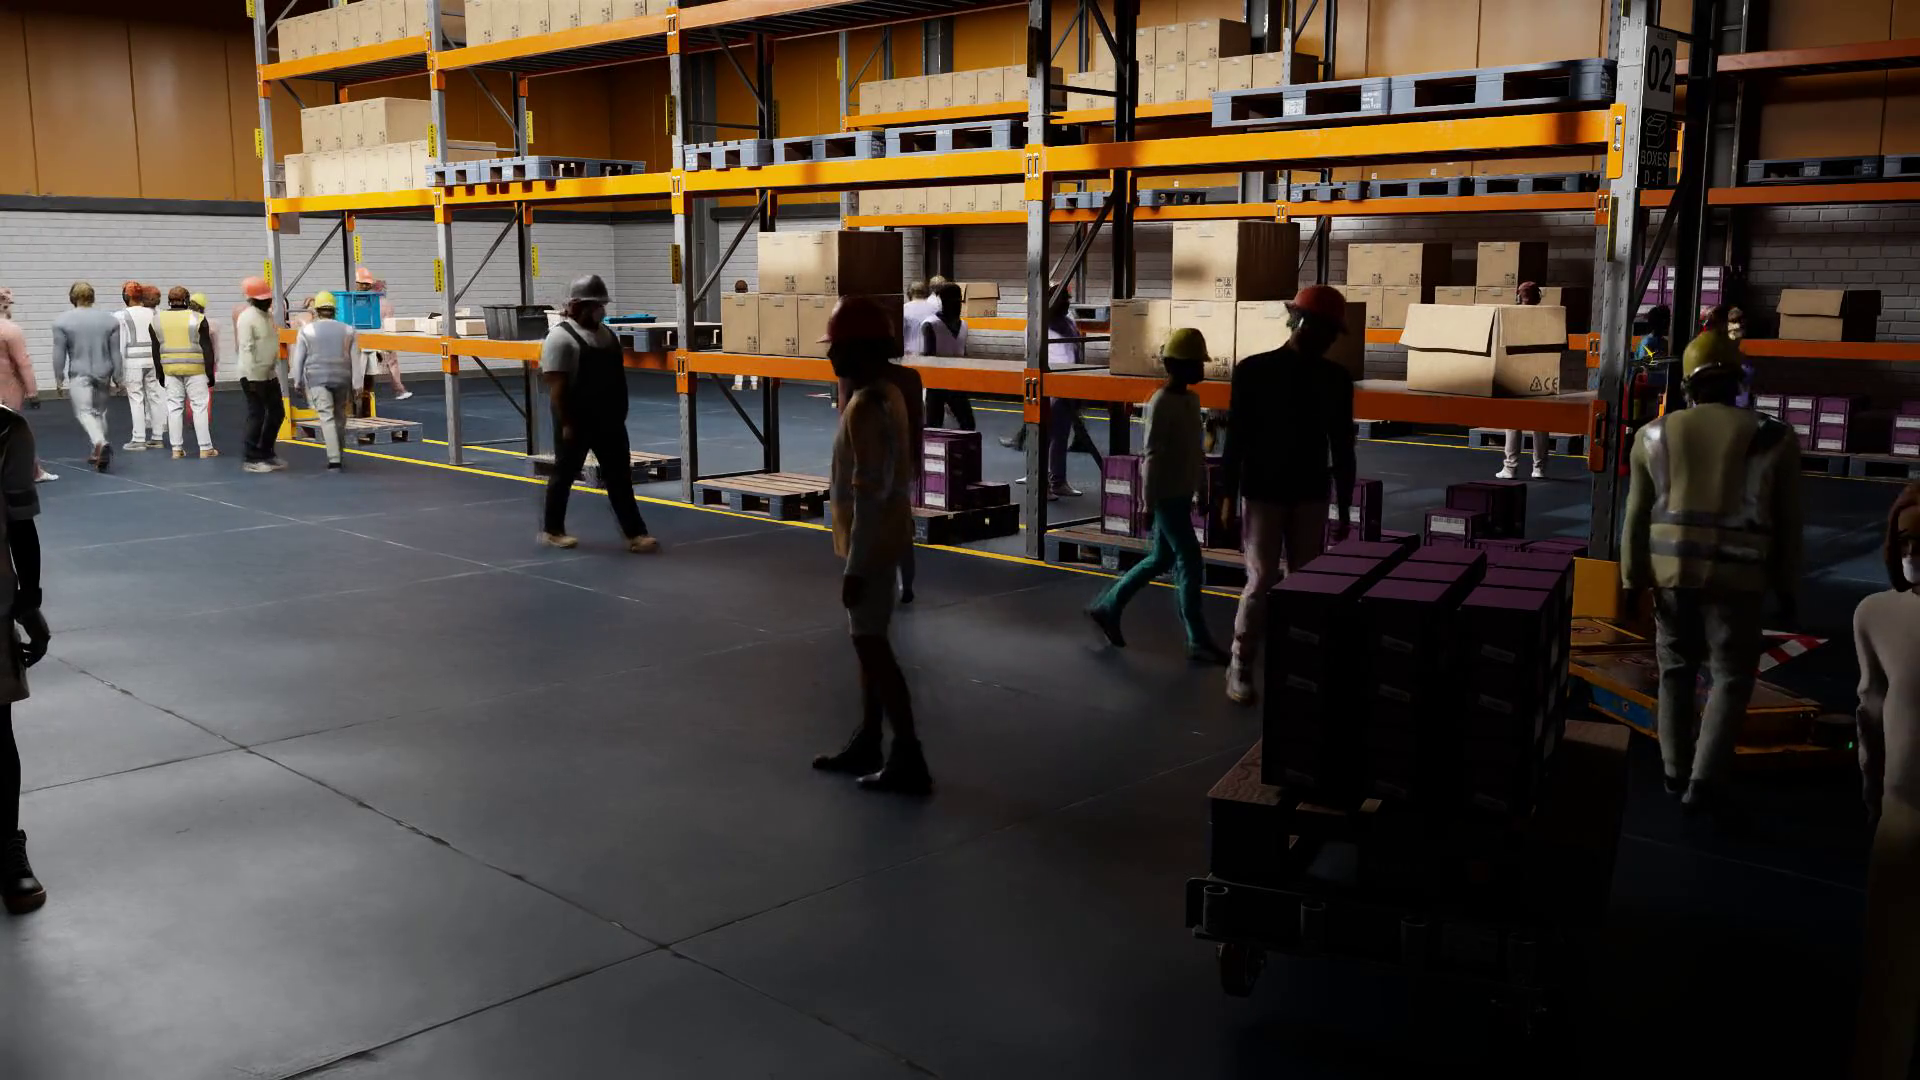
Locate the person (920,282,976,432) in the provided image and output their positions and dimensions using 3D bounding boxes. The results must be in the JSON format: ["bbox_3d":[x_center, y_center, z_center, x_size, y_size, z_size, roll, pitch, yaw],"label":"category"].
[{"bbox_3d":[-0.098,-1.395,15.219,0.632,1.898,0.613,9,13,44],"label":"person"}]

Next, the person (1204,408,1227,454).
[{"bbox_3d":[2.499,-1.493,15.808,0.543,1.903,0.963,-8,13,-42],"label":"person"}]

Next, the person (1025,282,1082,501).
[{"bbox_3d":[0.855,-1.311,14.660,0.408,1.908,0.645,8,12,39],"label":"person"}]

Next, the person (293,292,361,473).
[{"bbox_3d":[-6.376,-1.591,16.725,0.609,1.780,0.918,-7,11,-35],"label":"person"}]

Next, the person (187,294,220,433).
[{"bbox_3d":[-9.429,-2.174,20.578,0.527,1.699,0.972,-4,10,-25],"label":"person"}]

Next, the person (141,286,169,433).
[{"bbox_3d":[-10.094,-2.266,20.814,0.618,1.829,0.901,-2,10,-13],"label":"person"}]

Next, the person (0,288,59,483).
[{"bbox_3d":[-8.826,-1.393,15.322,0.659,1.861,0.993,5,10,26],"label":"person"}]

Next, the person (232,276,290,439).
[{"bbox_3d":[-8.408,-2.212,20.113,0.646,1.944,1.001,-1,9,-7],"label":"person"}]

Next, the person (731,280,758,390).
[{"bbox_3d":[-3.631,-3.420,27.804,0.624,1.841,0.430,-5,10,-28],"label":"person"}]

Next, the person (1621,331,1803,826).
[{"bbox_3d":[2.758,0.132,6.173,0.611,1.800,0.680,6,11,35],"label":"person"}]

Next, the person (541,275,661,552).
[{"bbox_3d":[-2.641,-0.920,11.855,1.012,2.000,0.697,6,11,34],"label":"person"}]

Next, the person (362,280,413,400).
[{"bbox_3d":[-8.844,-3.032,25.374,0.651,1.858,0.989,3,10,19],"label":"person"}]

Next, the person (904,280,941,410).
[{"bbox_3d":[-0.492,-2.374,21.262,0.641,1.897,0.976,-5,11,-30],"label":"person"}]

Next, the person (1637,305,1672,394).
[{"bbox_3d":[6.787,-1.485,16.433,0.540,1.671,0.740,-9,13,-43],"label":"person"}]

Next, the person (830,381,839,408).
[{"bbox_3d":[-1.708,-2.825,24.128,0.519,1.844,0.330,1,9,7],"label":"person"}]

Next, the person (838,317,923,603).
[{"bbox_3d":[-0.479,-0.486,10.026,0.525,1.772,0.306,-3,10,-15],"label":"person"}]

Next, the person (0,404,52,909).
[{"bbox_3d":[-3.168,0.207,5.168,0.607,1.967,0.367,-7,11,-36],"label":"person"}]

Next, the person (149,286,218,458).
[{"bbox_3d":[-8.272,-1.783,17.765,0.626,1.842,0.429,-1,9,-7],"label":"person"}]

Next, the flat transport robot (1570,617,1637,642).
[{"bbox_3d":[2.742,0.551,8.245,1.431,0.197,0.652,-2,9,-9],"label":"flat transport robot"}]

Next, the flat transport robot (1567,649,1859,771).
[{"bbox_3d":[3.180,0.708,7.283,0.652,0.197,1.431,-2,9,-9],"label":"flat transport robot"}]

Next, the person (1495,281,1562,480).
[{"bbox_3d":[5.429,-1.521,15.971,0.639,1.902,0.407,-1,9,-4],"label":"person"}]

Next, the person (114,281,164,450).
[{"bbox_3d":[-9.194,-1.944,18.616,0.355,1.883,0.575,4,10,23],"label":"person"}]

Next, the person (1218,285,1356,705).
[{"bbox_3d":[1.516,-0.191,7.668,0.652,1.947,0.451,-1,9,-9],"label":"person"}]

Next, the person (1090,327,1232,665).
[{"bbox_3d":[1.048,-0.245,8.642,0.842,1.724,0.563,5,11,30],"label":"person"}]

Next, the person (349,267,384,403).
[{"bbox_3d":[-7.553,-2.431,21.119,0.387,2.038,0.615,4,10,21],"label":"person"}]

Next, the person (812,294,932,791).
[{"bbox_3d":[-0.355,0.017,6.468,0.419,1.939,0.552,1,9,6],"label":"person"}]

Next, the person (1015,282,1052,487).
[{"bbox_3d":[0.760,-1.445,15.413,0.361,1.930,0.585,-4,10,-23],"label":"person"}]

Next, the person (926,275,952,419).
[{"bbox_3d":[-0.310,-2.606,22.506,0.373,1.940,0.628,-1,9,-5],"label":"person"}]

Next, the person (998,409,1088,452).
[{"bbox_3d":[0.955,-1.892,18.317,1.013,1.879,0.555,3,10,17],"label":"person"}]

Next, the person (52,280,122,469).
[{"bbox_3d":[-8.714,-1.642,16.696,0.851,1.916,0.640,9,13,44],"label":"person"}]

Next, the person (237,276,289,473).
[{"bbox_3d":[-6.918,-1.624,16.444,0.551,1.947,0.643,2,9,11],"label":"person"}]

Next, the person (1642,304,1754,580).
[{"bbox_3d":[4.414,-0.488,9.874,0.587,1.820,0.572,-6,11,-34],"label":"person"}]

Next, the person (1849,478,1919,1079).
[{"bbox_3d":[2.206,0.639,3.712,0.894,1.568,0.509,-8,12,-40],"label":"person"}]

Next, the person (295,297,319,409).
[{"bbox_3d":[-9.155,-2.639,23.656,0.610,1.617,0.548,8,12,41],"label":"person"}]
